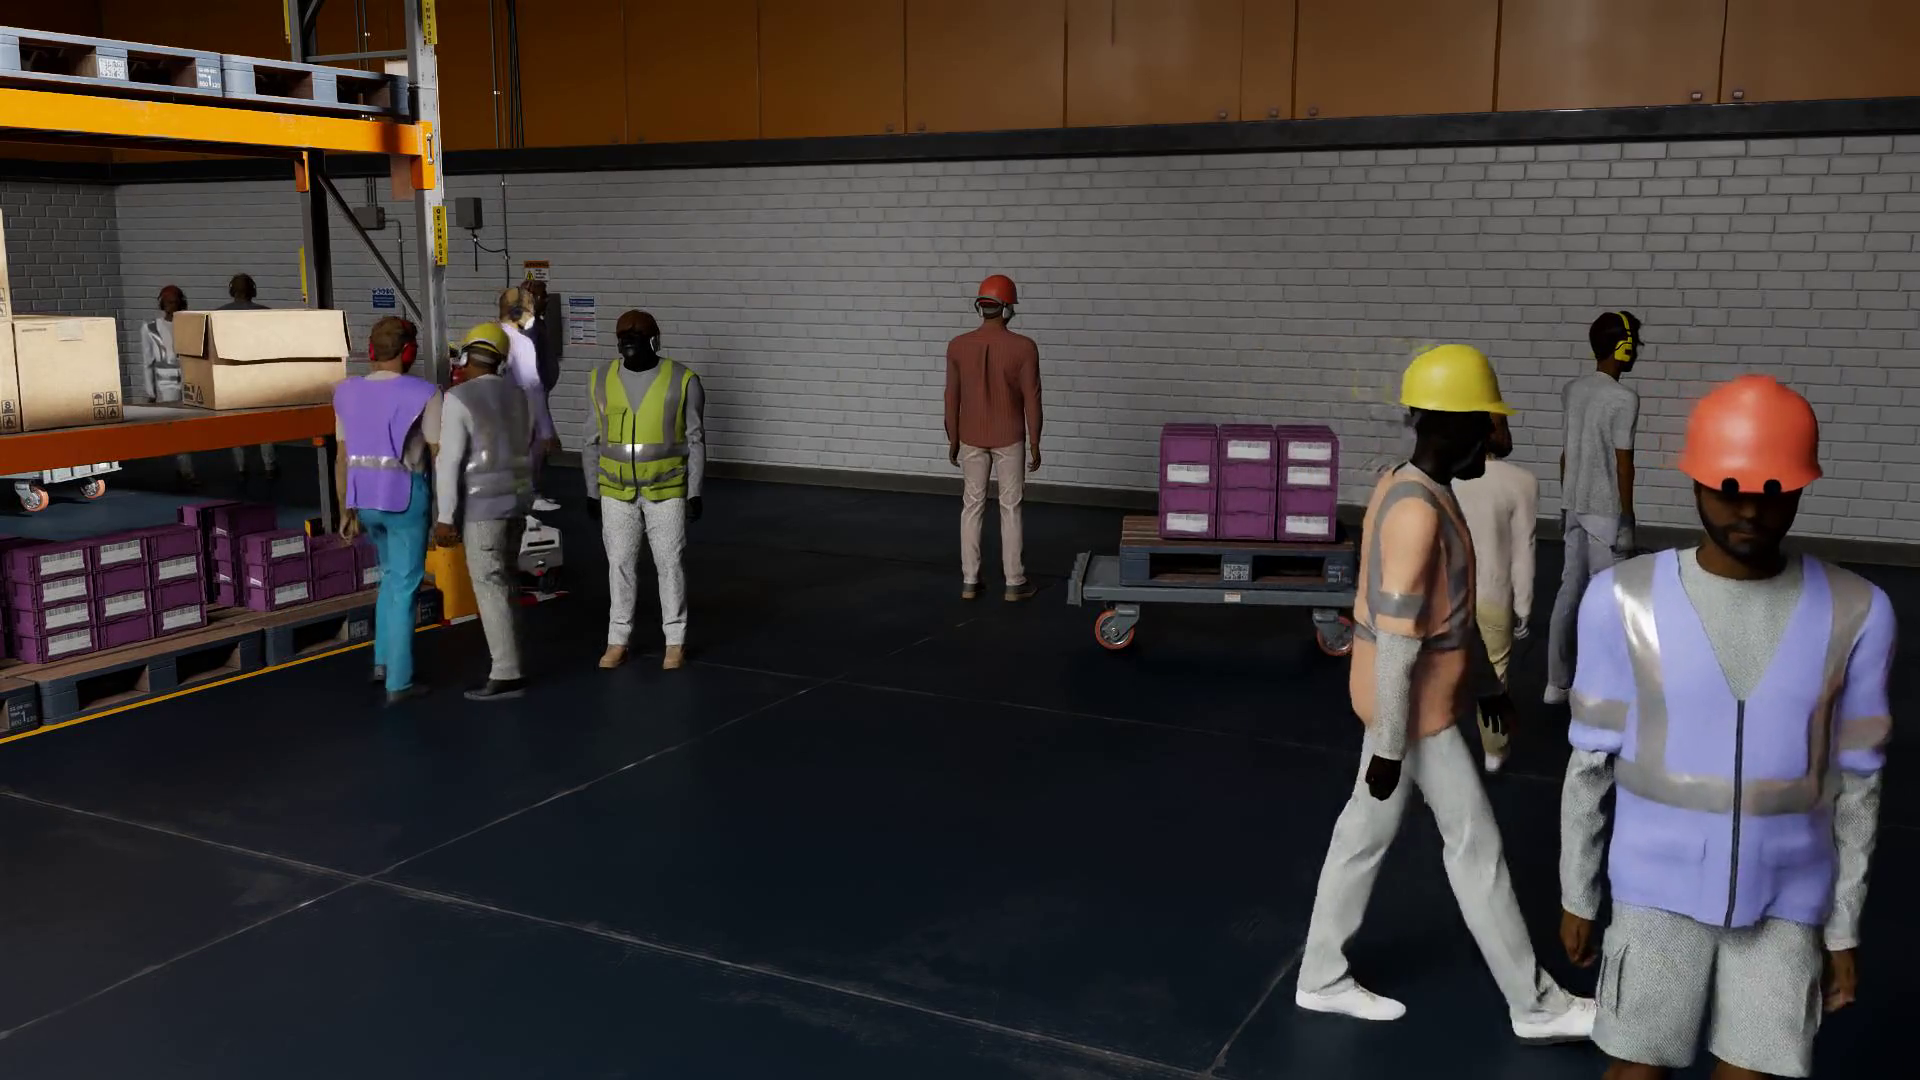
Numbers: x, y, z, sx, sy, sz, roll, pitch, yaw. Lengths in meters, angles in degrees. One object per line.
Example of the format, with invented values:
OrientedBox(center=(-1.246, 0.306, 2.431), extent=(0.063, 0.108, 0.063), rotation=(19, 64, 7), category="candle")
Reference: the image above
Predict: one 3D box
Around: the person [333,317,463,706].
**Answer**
OrientedBox(center=(-2.648, -0.137, 7.908), extent=(0.587, 1.825, 0.531), rotation=(4, 10, 20), category="person")

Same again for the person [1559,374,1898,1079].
OrientedBox(center=(1.426, 0.637, 3.157), extent=(0.544, 1.920, 0.584), rotation=(3, 10, 17), category="person")

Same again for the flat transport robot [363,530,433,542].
OrientedBox(center=(-3.792, 0.089, 11.078), extent=(1.431, 0.197, 0.652), rotation=(-5, 11, -28), category="flat transport robot")

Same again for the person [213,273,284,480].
OrientedBox(center=(-6.668, -1.524, 15.597), extent=(0.635, 1.936, 0.356), rotation=(-2, 10, -12), category="person")

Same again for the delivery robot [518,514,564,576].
OrientedBox(center=(-2.794, 0.005, 10.474), extent=(0.477, 0.478, 0.707), rotation=(-8, 13, -40), category="delivery robot")

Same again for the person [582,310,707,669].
OrientedBox(center=(-1.616, -0.249, 8.494), extent=(0.634, 1.841, 0.429), rotation=(0, 10, 3), category="person")

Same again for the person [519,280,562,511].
OrientedBox(center=(-3.524, -1.199, 13.817), extent=(0.399, 1.905, 0.643), rotation=(-3, 10, -18), category="person")

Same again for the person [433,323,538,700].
OrientedBox(center=(-2.257, -0.139, 8.018), extent=(0.441, 1.790, 0.650), rotation=(4, 10, 21), category="person")

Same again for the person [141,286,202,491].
OrientedBox(center=(-7.090, -1.392, 15.148), extent=(0.594, 1.837, 0.980), rotation=(-8, 13, -39), category="person")

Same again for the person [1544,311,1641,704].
OrientedBox(center=(2.939, -0.116, 7.660), extent=(0.332, 1.864, 0.514), rotation=(-3, 10, -16), category="person")

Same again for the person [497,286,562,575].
OrientedBox(center=(-2.928, -0.715, 11.010), extent=(0.762, 1.898, 0.685), rotation=(-6, 12, -33), category="person")

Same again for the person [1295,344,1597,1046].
OrientedBox(center=(1.359, 0.431, 4.445), extent=(0.927, 1.883, 0.594), rotation=(2, 10, 11), category="person")

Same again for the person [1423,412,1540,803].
OrientedBox(center=(2.006, 0.217, 6.551), extent=(0.506, 1.576, 0.880), rotation=(5, 11, 27), category="person")

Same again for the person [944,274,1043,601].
OrientedBox(center=(0.215, -0.625, 10.227), extent=(0.623, 1.992, 0.397), rotation=(4, 10, 20), category="person")
